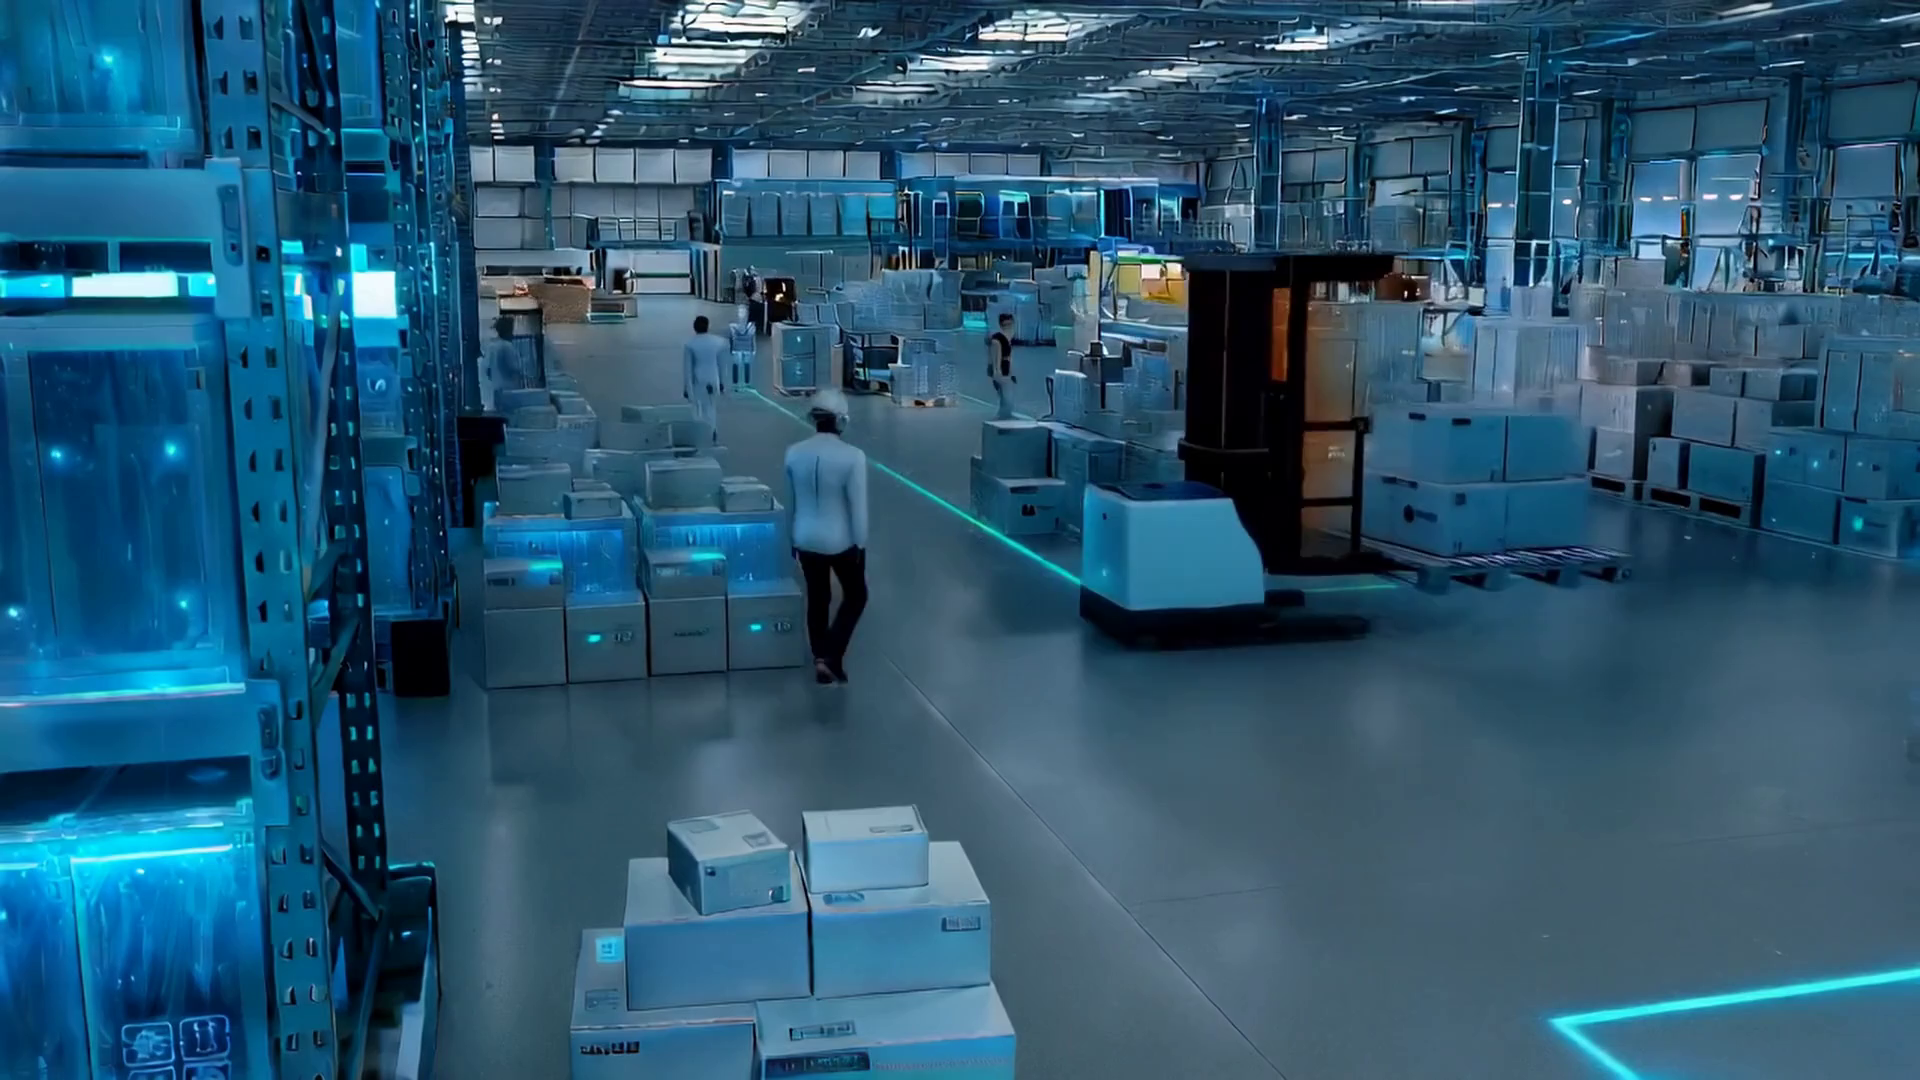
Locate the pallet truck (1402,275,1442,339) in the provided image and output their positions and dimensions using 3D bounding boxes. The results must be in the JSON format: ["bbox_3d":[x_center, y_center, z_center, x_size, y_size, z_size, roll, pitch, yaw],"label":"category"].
[{"bbox_3d":[14.620,-7.324,52.145,0.823,1.965,1.885,8,13,40],"label":"pallet truck"}]

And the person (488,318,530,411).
[{"bbox_3d":[-6.152,-2.079,22.719,1.042,1.893,0.639,-6,12,-30],"label":"person"}]

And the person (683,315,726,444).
[{"bbox_3d":[-3.570,-2.205,23.420,0.637,1.916,0.851,-7,12,-33],"label":"person"}]

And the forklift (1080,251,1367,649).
[{"bbox_3d":[1.930,-0.715,12.220,1.873,2.768,1.129,-3,10,-15],"label":"forklift"}]

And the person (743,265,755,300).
[{"bbox_3d":[-9.572,-11.604,76.257,0.688,2.000,0.536,10,14,43],"label":"person"}]

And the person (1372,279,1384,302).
[{"bbox_3d":[19.646,-11.800,78.088,0.975,1.787,0.643,4,11,24],"label":"person"}]

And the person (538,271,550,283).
[{"bbox_3d":[-19.096,-11.494,76.510,0.532,1.726,0.872,-6,11,-29],"label":"person"}]

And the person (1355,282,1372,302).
[{"bbox_3d":[11.770,-6.644,48.780,0.447,1.821,0.660,-6,12,-30],"label":"person"}]

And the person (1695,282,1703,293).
[{"bbox_3d":[20.579,-6.257,46.447,0.600,1.871,0.428,-3,11,-19],"label":"person"}]

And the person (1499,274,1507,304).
[{"bbox_3d":[23.335,-10.578,71.462,0.367,1.685,0.534,-1,10,-5],"label":"person"}]

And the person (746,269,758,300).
[{"bbox_3d":[-8.668,-10.336,69.435,0.548,1.919,0.717,4,11,20],"label":"person"}]

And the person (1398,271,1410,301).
[{"bbox_3d":[19.974,-11.190,74.713,0.535,1.747,0.645,7,12,33],"label":"person"}]

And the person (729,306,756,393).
[{"bbox_3d":[-4.279,-3.747,32.738,0.535,1.697,0.322,-2,10,-14],"label":"person"}]

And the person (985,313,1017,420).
[{"bbox_3d":[0.630,-2.403,24.575,0.503,1.892,0.639,2,10,12],"label":"person"}]

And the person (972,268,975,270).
[{"bbox_3d":[0.663,-11.139,73.999,0.898,1.903,0.655,-7,12,-34],"label":"person"}]

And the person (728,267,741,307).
[{"bbox_3d":[-10.705,-11.983,78.828,0.594,1.900,0.886,-6,11,-29],"label":"person"}]

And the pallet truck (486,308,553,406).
[{"bbox_3d":[-6.242,-2.418,24.362,0.823,1.965,1.885,1,10,3],"label":"pallet truck"}]

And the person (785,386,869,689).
[{"bbox_3d":[-0.850,0.004,10.710,0.625,1.972,0.475,5,11,24],"label":"person"}]

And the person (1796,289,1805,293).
[{"bbox_3d":[18.183,-4.459,36.097,0.629,1.936,0.372,1,10,5],"label":"person"}]

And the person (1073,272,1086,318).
[{"bbox_3d":[4.825,-9.857,66.963,0.529,1.836,0.941,-6,12,-30],"label":"person"}]

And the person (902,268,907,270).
[{"bbox_3d":[-2.171,-9.567,64.717,0.616,2.041,0.379,8,13,39],"label":"person"}]

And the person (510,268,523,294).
[{"bbox_3d":[-20.974,-11.937,78.695,0.580,1.855,0.885,-2,10,-9],"label":"person"}]

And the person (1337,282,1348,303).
[{"bbox_3d":[17.863,-11.770,77.696,0.654,1.867,0.907,-1,10,-5],"label":"person"}]

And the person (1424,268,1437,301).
[{"bbox_3d":[21.520,-11.519,76.150,0.577,1.908,0.556,2,10,13],"label":"person"}]
